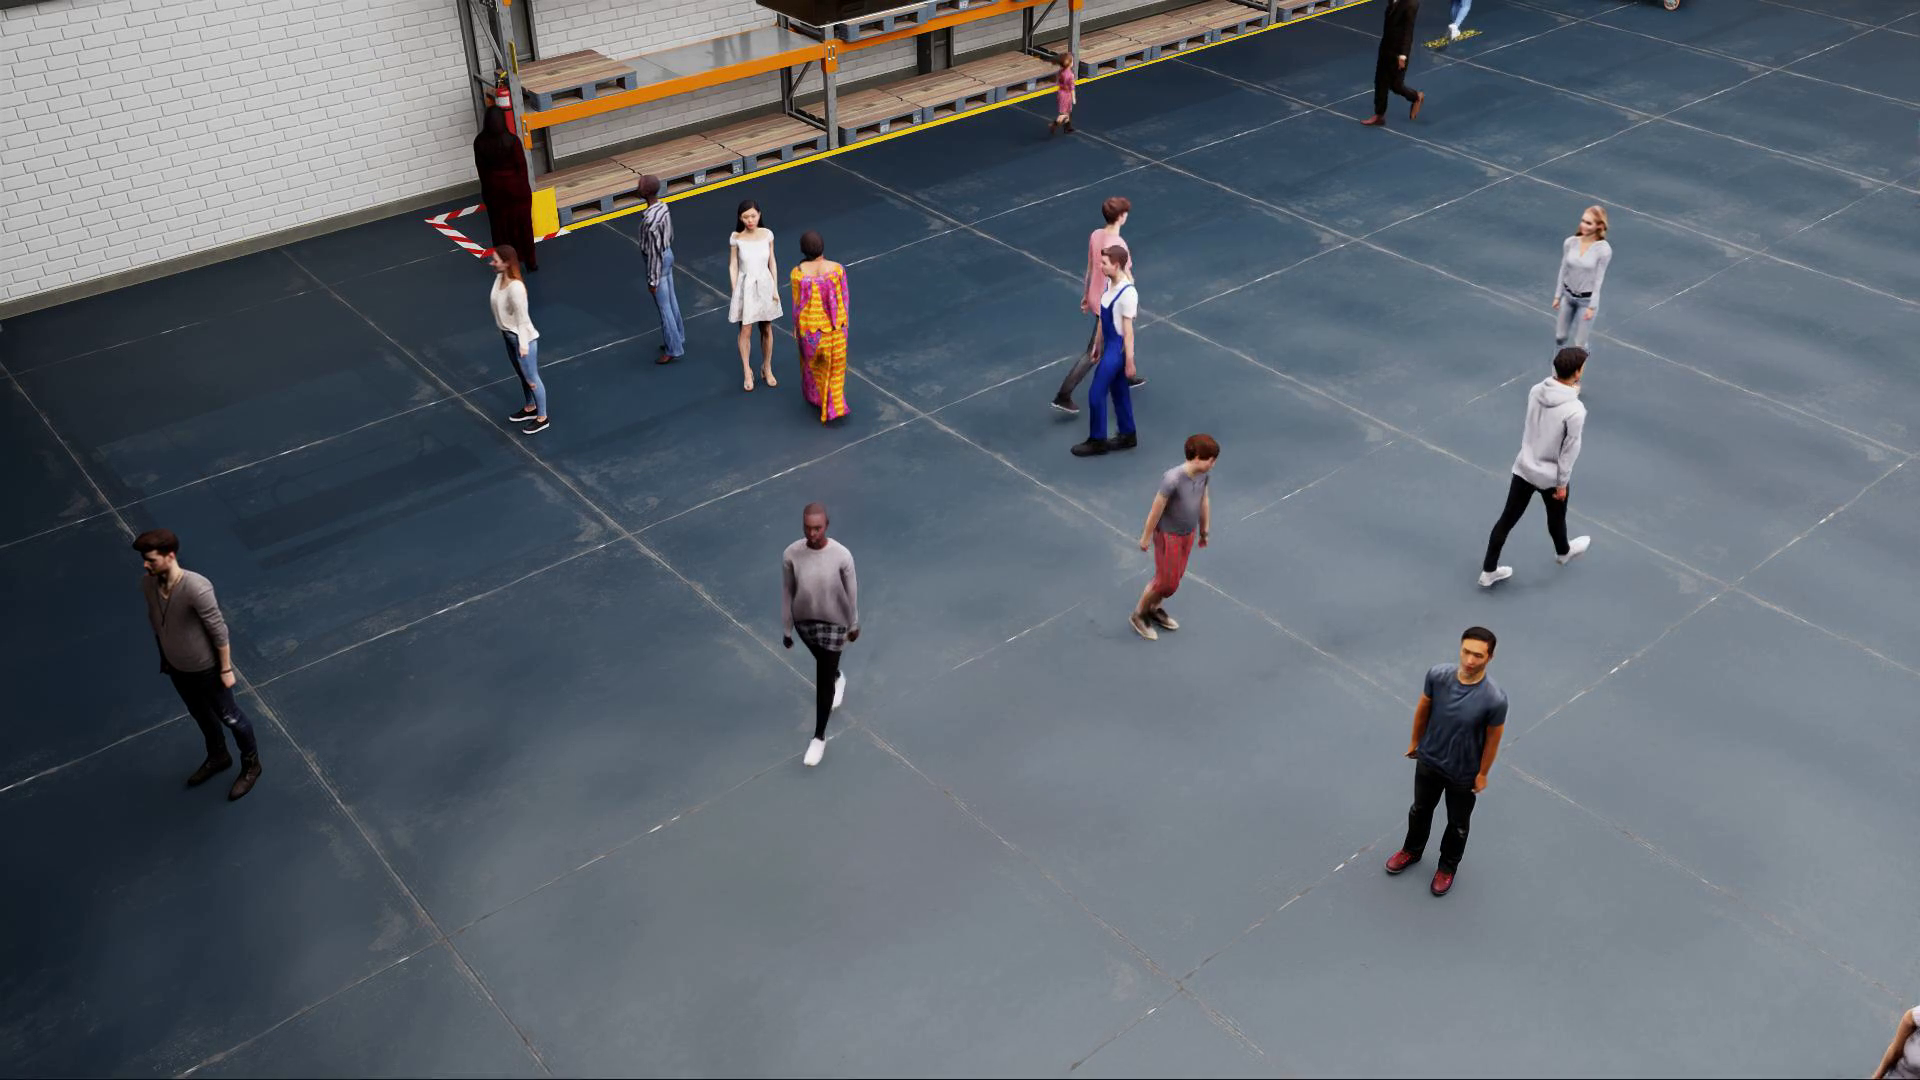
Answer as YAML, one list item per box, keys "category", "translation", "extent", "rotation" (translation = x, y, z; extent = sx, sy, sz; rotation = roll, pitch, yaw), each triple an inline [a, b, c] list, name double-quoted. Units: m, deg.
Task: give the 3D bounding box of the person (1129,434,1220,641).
- category: "person"
  translation: [1.447, -0.045, 11.661]
  extent: [0.568, 1.617, 0.674]
  rotation: [-15, 37, -22]

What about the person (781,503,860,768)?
- category: "person"
  translation: [-0.881, 0.491, 10.755]
  extent: [1.118, 1.726, 1.247]
  rotation: [6, 34, 9]

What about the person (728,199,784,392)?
- category: "person"
  translation: [-1.818, -2.164, 14.706]
  extent: [0.695, 1.774, 0.801]
  rotation: [-11, 35, -16]

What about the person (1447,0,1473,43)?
- category: "person"
  translation: [7.020, -7.783, 23.307]
  extent: [0.808, 1.612, 1.031]
  rotation: [20, 38, 27]

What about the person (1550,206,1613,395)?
- category: "person"
  translation: [5.424, -2.090, 14.578]
  extent: [0.504, 1.793, 0.577]
  rotation: [-25, 41, -32]

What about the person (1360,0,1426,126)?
- category: "person"
  translation: [5.403, -5.981, 20.352]
  extent: [1.133, 1.882, 0.916]
  rotation: [-11, 35, -16]

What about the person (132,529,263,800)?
- category: "person"
  translation: [-4.684, 0.739, 10.223]
  extent: [0.786, 1.903, 0.763]
  rotation: [12, 36, 18]

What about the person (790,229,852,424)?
- category: "person"
  translation: [-1.194, -1.848, 14.356]
  extent: [0.969, 1.635, 0.991]
  rotation: [0, 34, 0]

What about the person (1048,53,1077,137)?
- category: "person"
  translation: [1.266, -5.420, 20.291]
  extent: [0.667, 1.015, 0.465]
  rotation: [-21, 39, -28]

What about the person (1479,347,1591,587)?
- category: "person"
  translation: [4.143, -0.468, 12.075]
  extent: [1.250, 1.863, 0.827]
  rotation: [-18, 38, -25]

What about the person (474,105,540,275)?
- category: "person"
  translation: [-4.577, -3.518, 16.762]
  extent: [0.746, 1.753, 0.819]
  rotation: [1, 34, 1]

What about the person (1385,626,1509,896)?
- category: "person"
  translation: [2.824, 1.244, 9.545]
  extent: [0.683, 1.811, 0.601]
  rotation: [24, 41, 32]

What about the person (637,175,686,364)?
- category: "person"
  translation: [-2.732, -2.469, 15.148]
  extent: [0.761, 1.794, 0.709]
  rotation: [2, 34, 3]

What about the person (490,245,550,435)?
- category: "person"
  translation: [-3.739, -1.714, 14.104]
  extent: [0.586, 1.692, 0.637]
  rotation: [-19, 38, -27]

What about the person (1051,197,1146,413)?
- category: "person"
  translation: [1.173, -1.957, 14.272]
  extent: [1.321, 1.910, 0.818]
  rotation: [-17, 37, -24]

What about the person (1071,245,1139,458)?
- category: "person"
  translation: [1.387, -1.576, 13.775]
  extent: [0.968, 1.826, 0.846]
  rotation: [-8, 35, -12]
